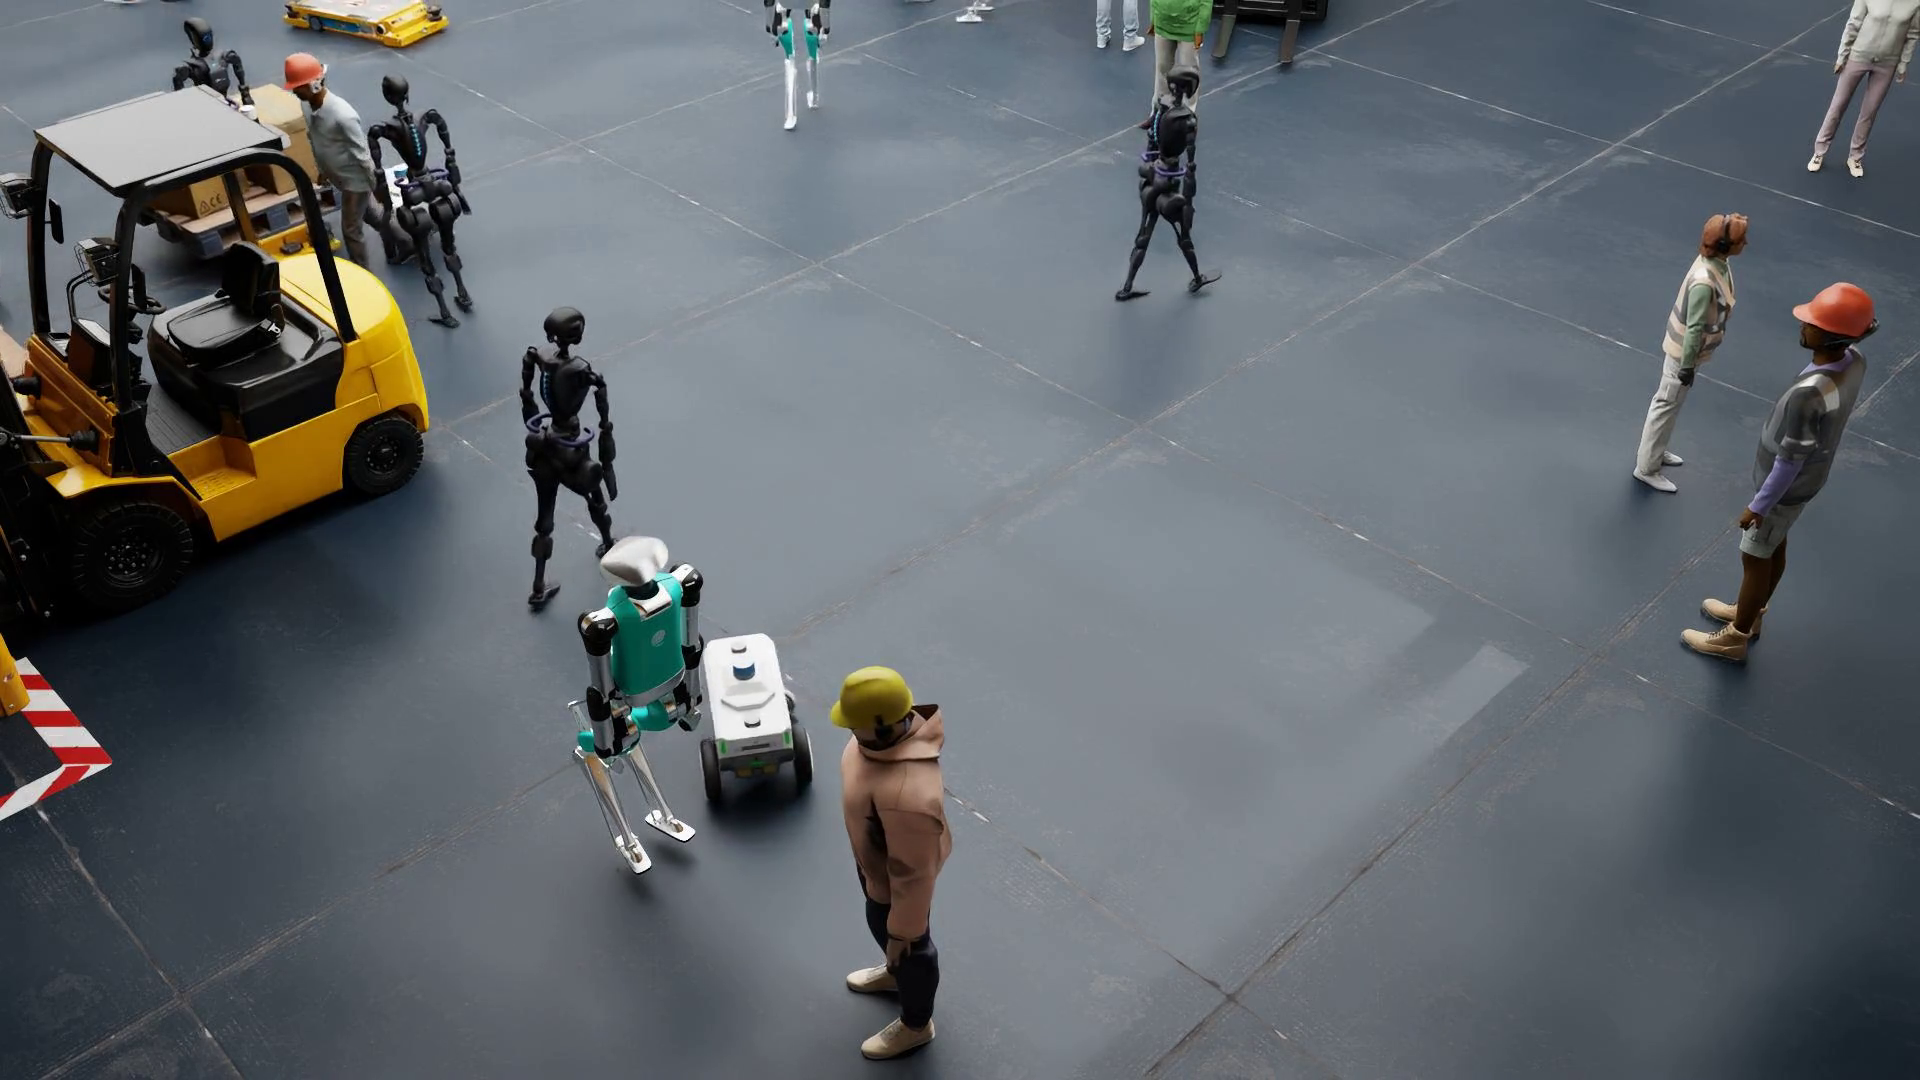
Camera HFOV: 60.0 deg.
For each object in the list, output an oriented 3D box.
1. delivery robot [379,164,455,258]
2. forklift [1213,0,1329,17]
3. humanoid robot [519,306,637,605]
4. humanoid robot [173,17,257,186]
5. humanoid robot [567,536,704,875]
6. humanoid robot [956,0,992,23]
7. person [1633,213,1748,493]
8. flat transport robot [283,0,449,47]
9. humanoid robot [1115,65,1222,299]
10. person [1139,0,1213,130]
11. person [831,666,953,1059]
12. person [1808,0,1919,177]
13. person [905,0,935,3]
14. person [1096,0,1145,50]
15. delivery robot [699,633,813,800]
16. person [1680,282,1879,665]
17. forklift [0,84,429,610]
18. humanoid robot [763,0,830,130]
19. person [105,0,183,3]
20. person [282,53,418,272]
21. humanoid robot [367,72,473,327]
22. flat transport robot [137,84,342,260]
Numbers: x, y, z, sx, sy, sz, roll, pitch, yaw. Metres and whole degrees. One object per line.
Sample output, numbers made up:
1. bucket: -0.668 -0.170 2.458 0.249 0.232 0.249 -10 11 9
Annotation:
1. delivery robot: -3.974 -2.412 11.980 0.499 0.587 0.772 -15 39 -19
2. forklift: 3.106 -6.400 15.960 1.214 2.155 2.313 8 37 10
3. humanoid robot: -2.023 -0.462 8.485 0.629 1.617 0.782 19 41 24
4. humanoid robot: -5.182 -2.870 11.670 0.475 1.636 0.584 23 42 27
5. humanoid robot: -1.392 0.612 6.839 0.533 1.677 0.735 -31 47 -34
6. humanoid robot: 0.274 -5.679 15.329 0.676 1.750 0.546 1 37 2
7. person: 4.061 -1.055 9.257 0.305 1.645 0.519 17 40 21
8. flat transport robot: -5.570 -4.909 15.568 1.431 0.231 0.659 17 40 21
9. humanoid robot: 1.418 -2.380 11.031 0.731 1.631 0.608 -15 39 -19
10. person: 1.739 -4.103 13.225 0.538 1.784 0.383 25 43 29
11. person: -0.231 1.172 6.098 0.420 1.861 0.808 -6 37 -8
12. person: 6.914 -3.625 12.597 0.521 1.769 0.307 11 38 15
13. person: -0.477 -6.122 15.798 0.375 1.939 0.627 -12 39 -16
14. person: 1.431 -5.307 14.726 0.592 1.917 0.393 14 39 17
15. delivery robot: -0.965 0.795 7.689 0.525 0.590 0.762 -8 37 -10
16. person: 3.909 -0.299 7.915 0.365 2.048 0.606 27 44 31
17. forklift: -4.145 -1.093 8.856 2.313 2.155 1.214 -31 47 -34
18. humanoid robot: -1.281 -4.189 13.447 0.551 1.848 0.886 0 37 0
19. person: -7.886 -5.920 15.625 0.891 1.814 0.535 -18 40 -23
20. person: -4.027 -2.473 11.111 0.592 1.708 0.787 28 45 32
21. humanoid robot: -3.456 -2.194 10.772 0.590 1.634 0.473 -27 44 -31
22. flat transport robot: -5.174 -2.287 12.059 1.431 0.231 0.659 27 45 32
